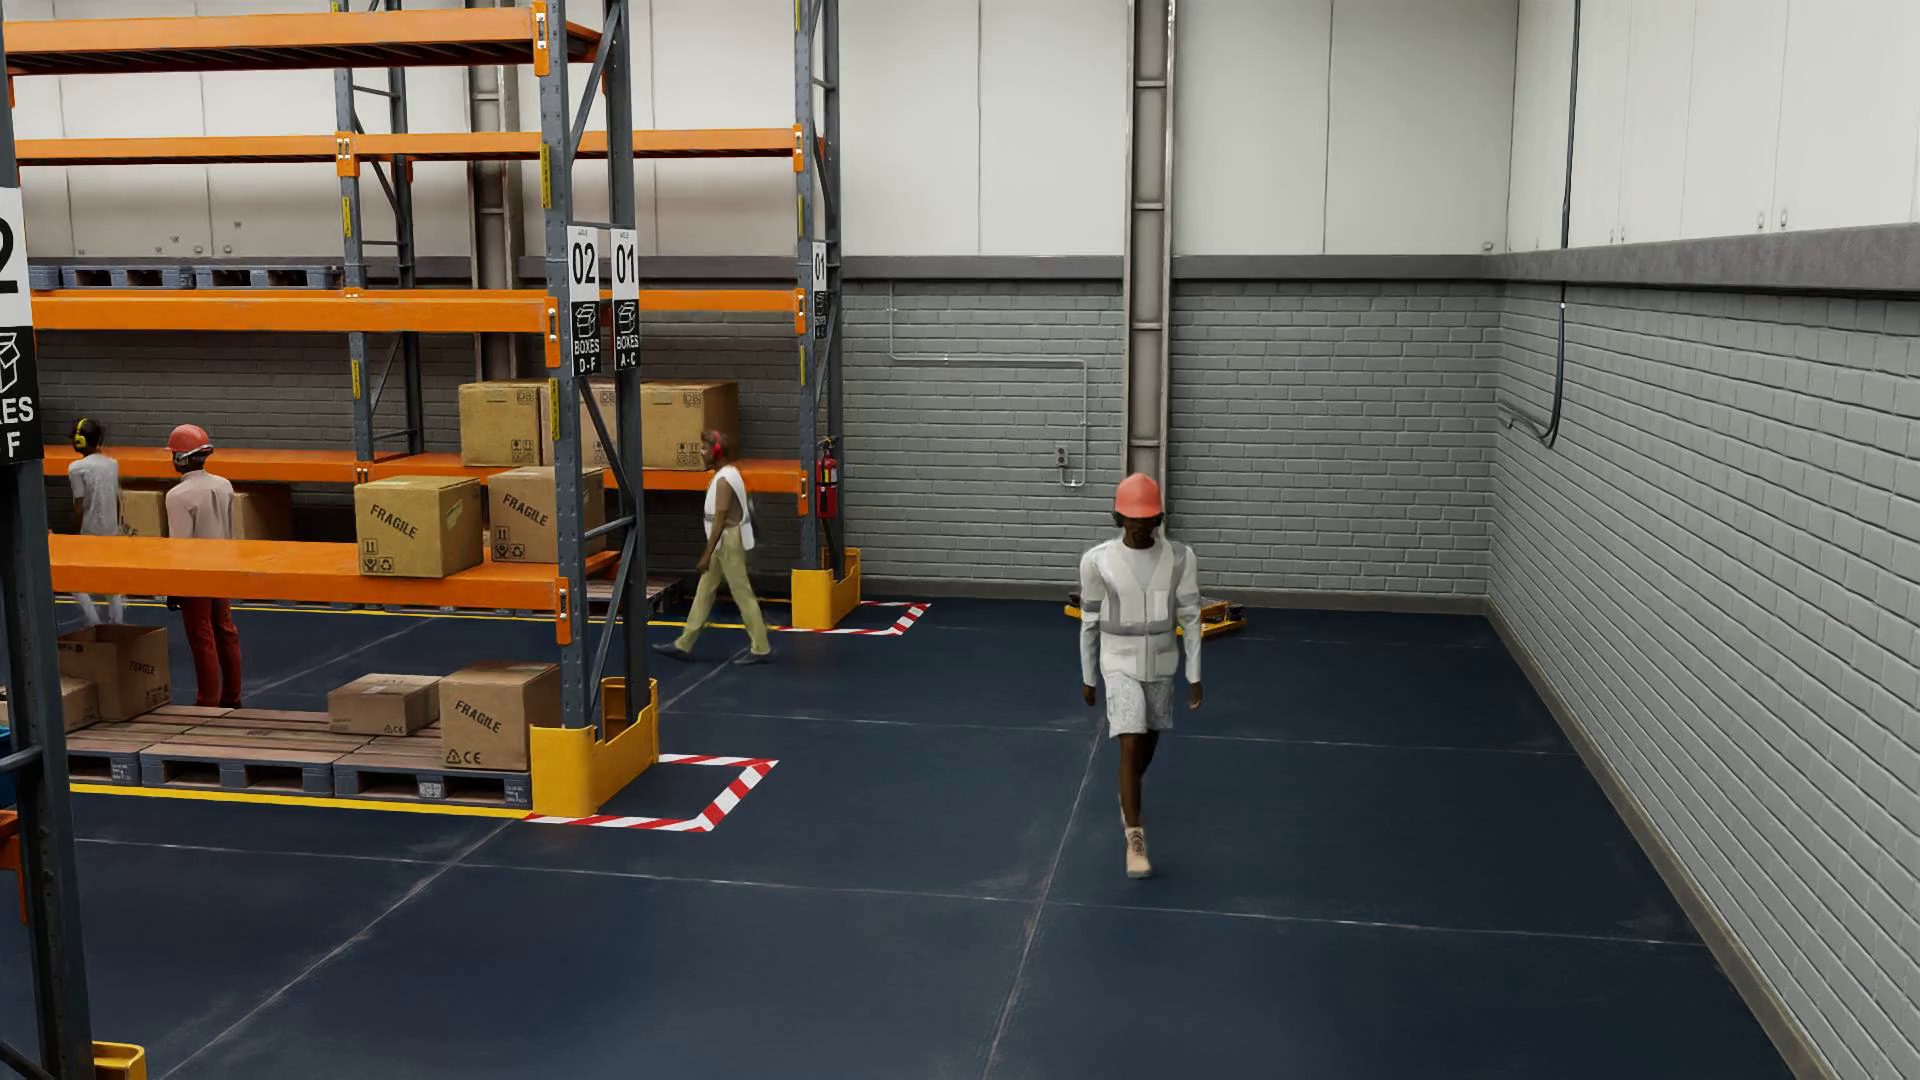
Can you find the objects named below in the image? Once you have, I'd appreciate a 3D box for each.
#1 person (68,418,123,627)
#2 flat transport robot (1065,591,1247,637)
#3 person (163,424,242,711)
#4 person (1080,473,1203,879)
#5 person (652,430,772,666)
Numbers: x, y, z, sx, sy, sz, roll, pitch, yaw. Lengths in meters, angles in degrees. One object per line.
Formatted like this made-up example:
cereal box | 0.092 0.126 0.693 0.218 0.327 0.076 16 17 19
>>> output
person | -6.803 -0.025 12.996 0.494 1.856 0.551 3 10 15
flat transport robot | 1.648 0.588 14.111 1.431 0.197 0.652 8 12 41
person | -5.012 0.234 10.975 0.378 1.995 0.609 1 9 9
person | 0.919 0.632 8.562 0.615 1.993 1.057 -1 9 -8
person | -1.874 0.078 12.547 0.951 1.800 0.574 -2 9 -14
